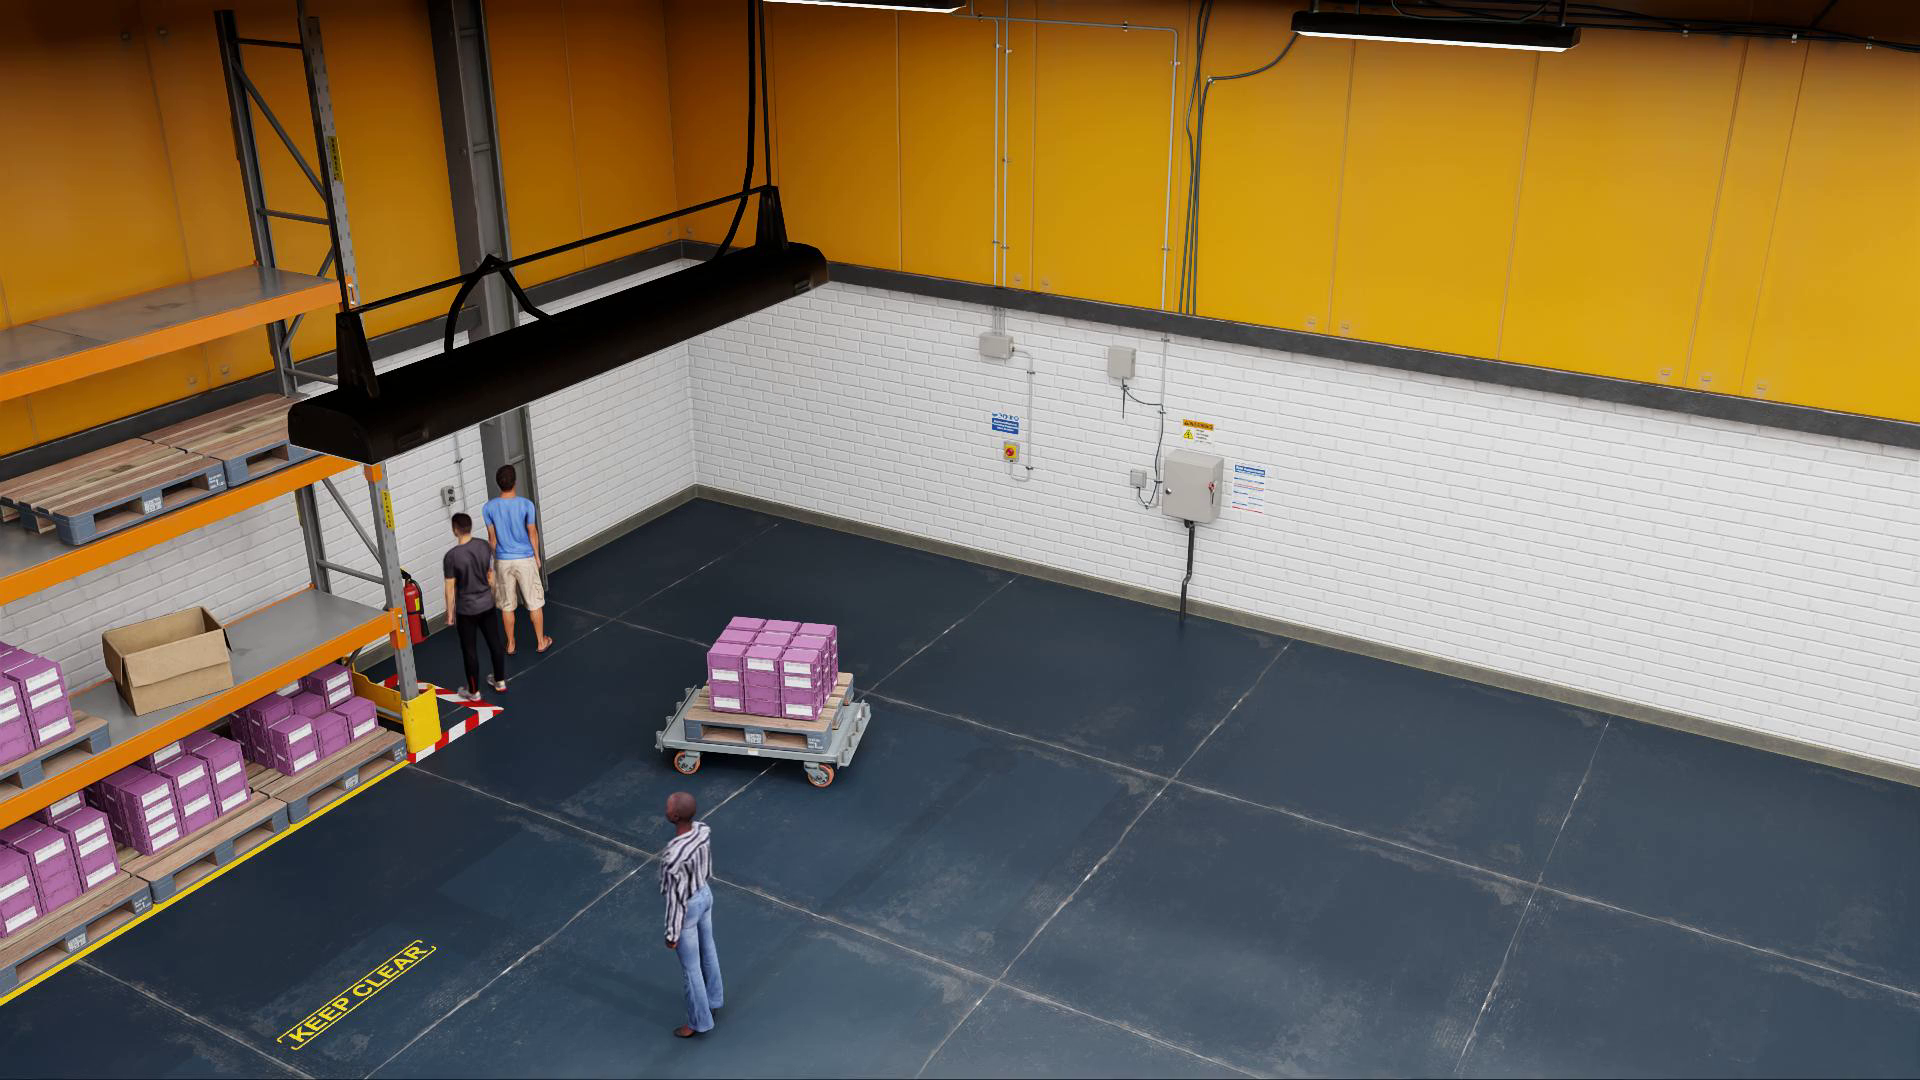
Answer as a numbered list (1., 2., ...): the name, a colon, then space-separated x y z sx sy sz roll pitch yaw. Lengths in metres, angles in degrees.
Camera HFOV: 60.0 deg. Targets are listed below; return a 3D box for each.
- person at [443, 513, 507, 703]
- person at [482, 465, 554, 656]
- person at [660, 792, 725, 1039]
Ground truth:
1. person: -4.312 0.588 14.772 0.757 1.761 0.559 19 30 37
2. person: -4.157 0.187 15.562 0.737 1.864 0.770 -3 24 -7
3. person: -1.717 2.381 10.628 0.727 1.796 0.540 7 25 16
